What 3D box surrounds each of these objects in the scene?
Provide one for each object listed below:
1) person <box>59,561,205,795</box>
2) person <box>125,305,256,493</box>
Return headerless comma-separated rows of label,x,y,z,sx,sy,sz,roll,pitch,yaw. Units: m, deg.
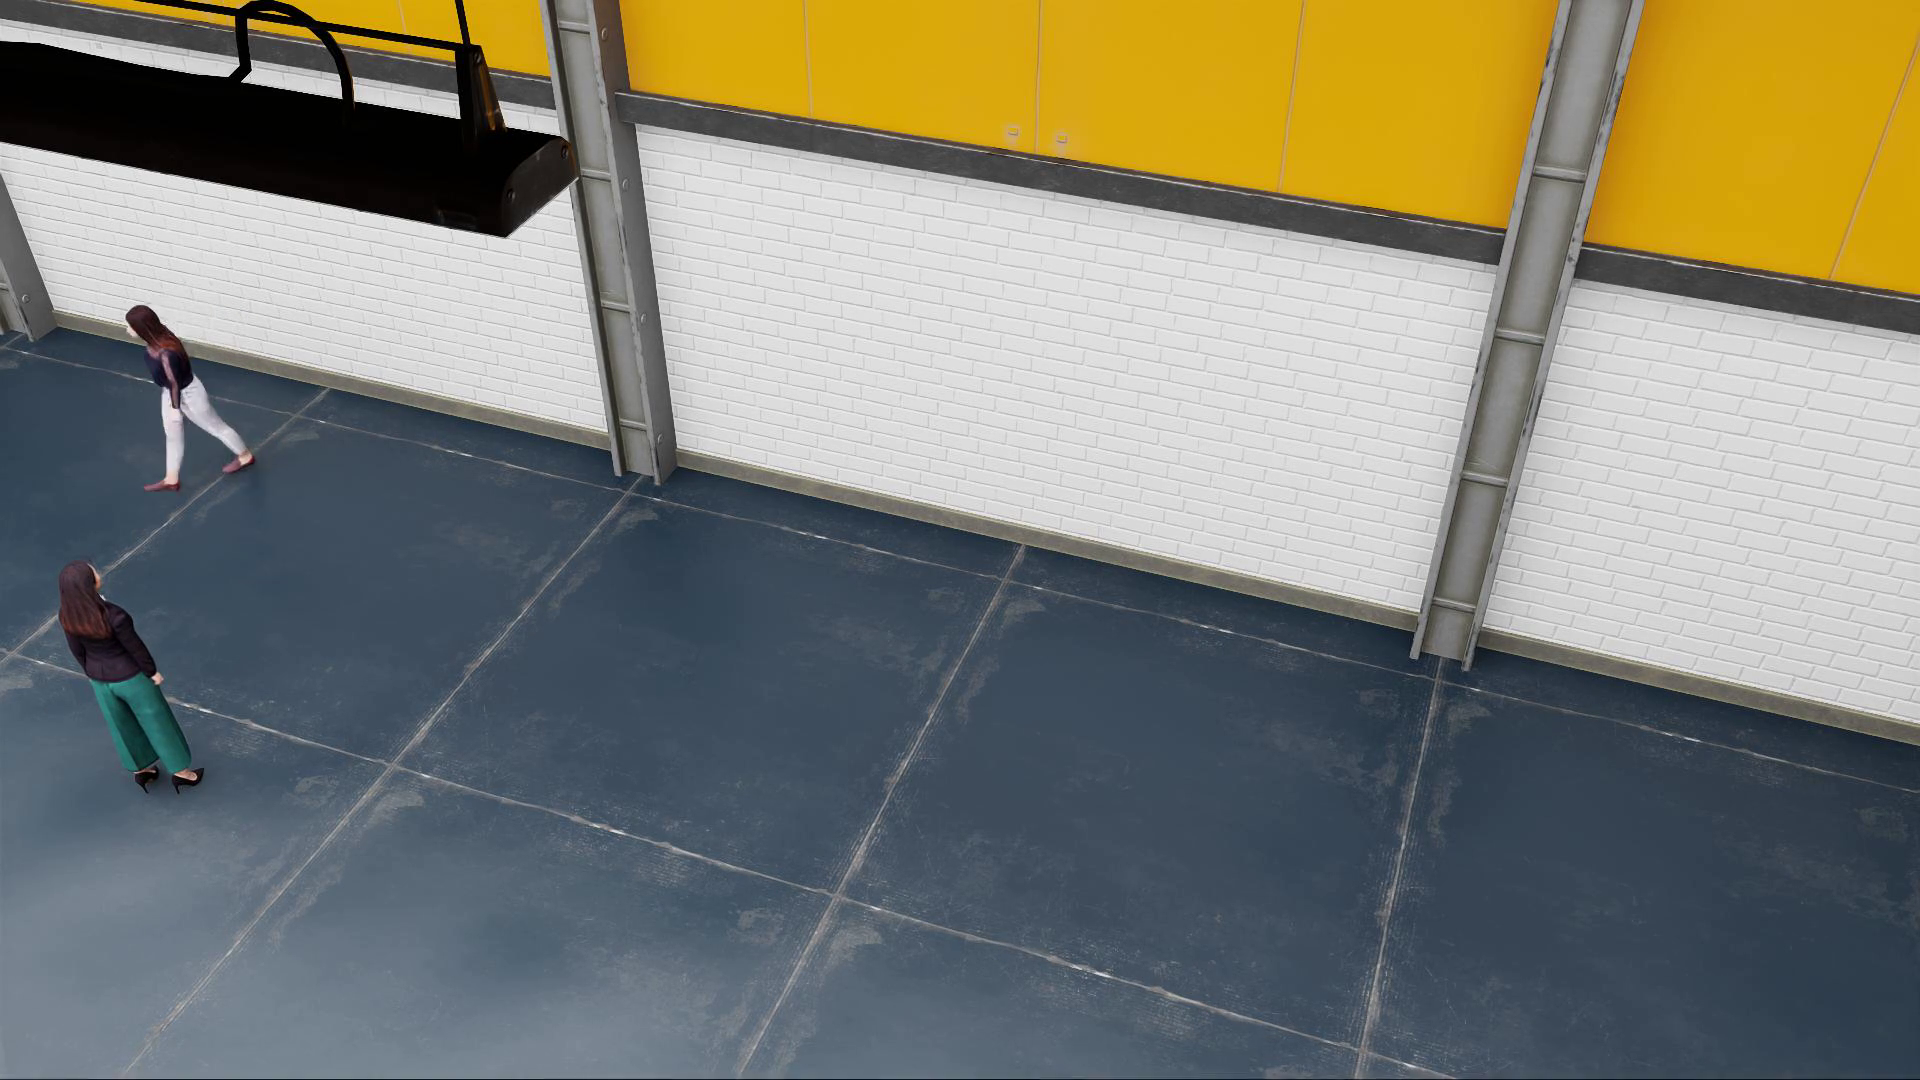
person,-4.855,0.815,9.656,0.536,1.740,0.719,4,39,5
person,-5.604,-1.055,12.151,1.018,1.548,1.057,-21,43,-24
